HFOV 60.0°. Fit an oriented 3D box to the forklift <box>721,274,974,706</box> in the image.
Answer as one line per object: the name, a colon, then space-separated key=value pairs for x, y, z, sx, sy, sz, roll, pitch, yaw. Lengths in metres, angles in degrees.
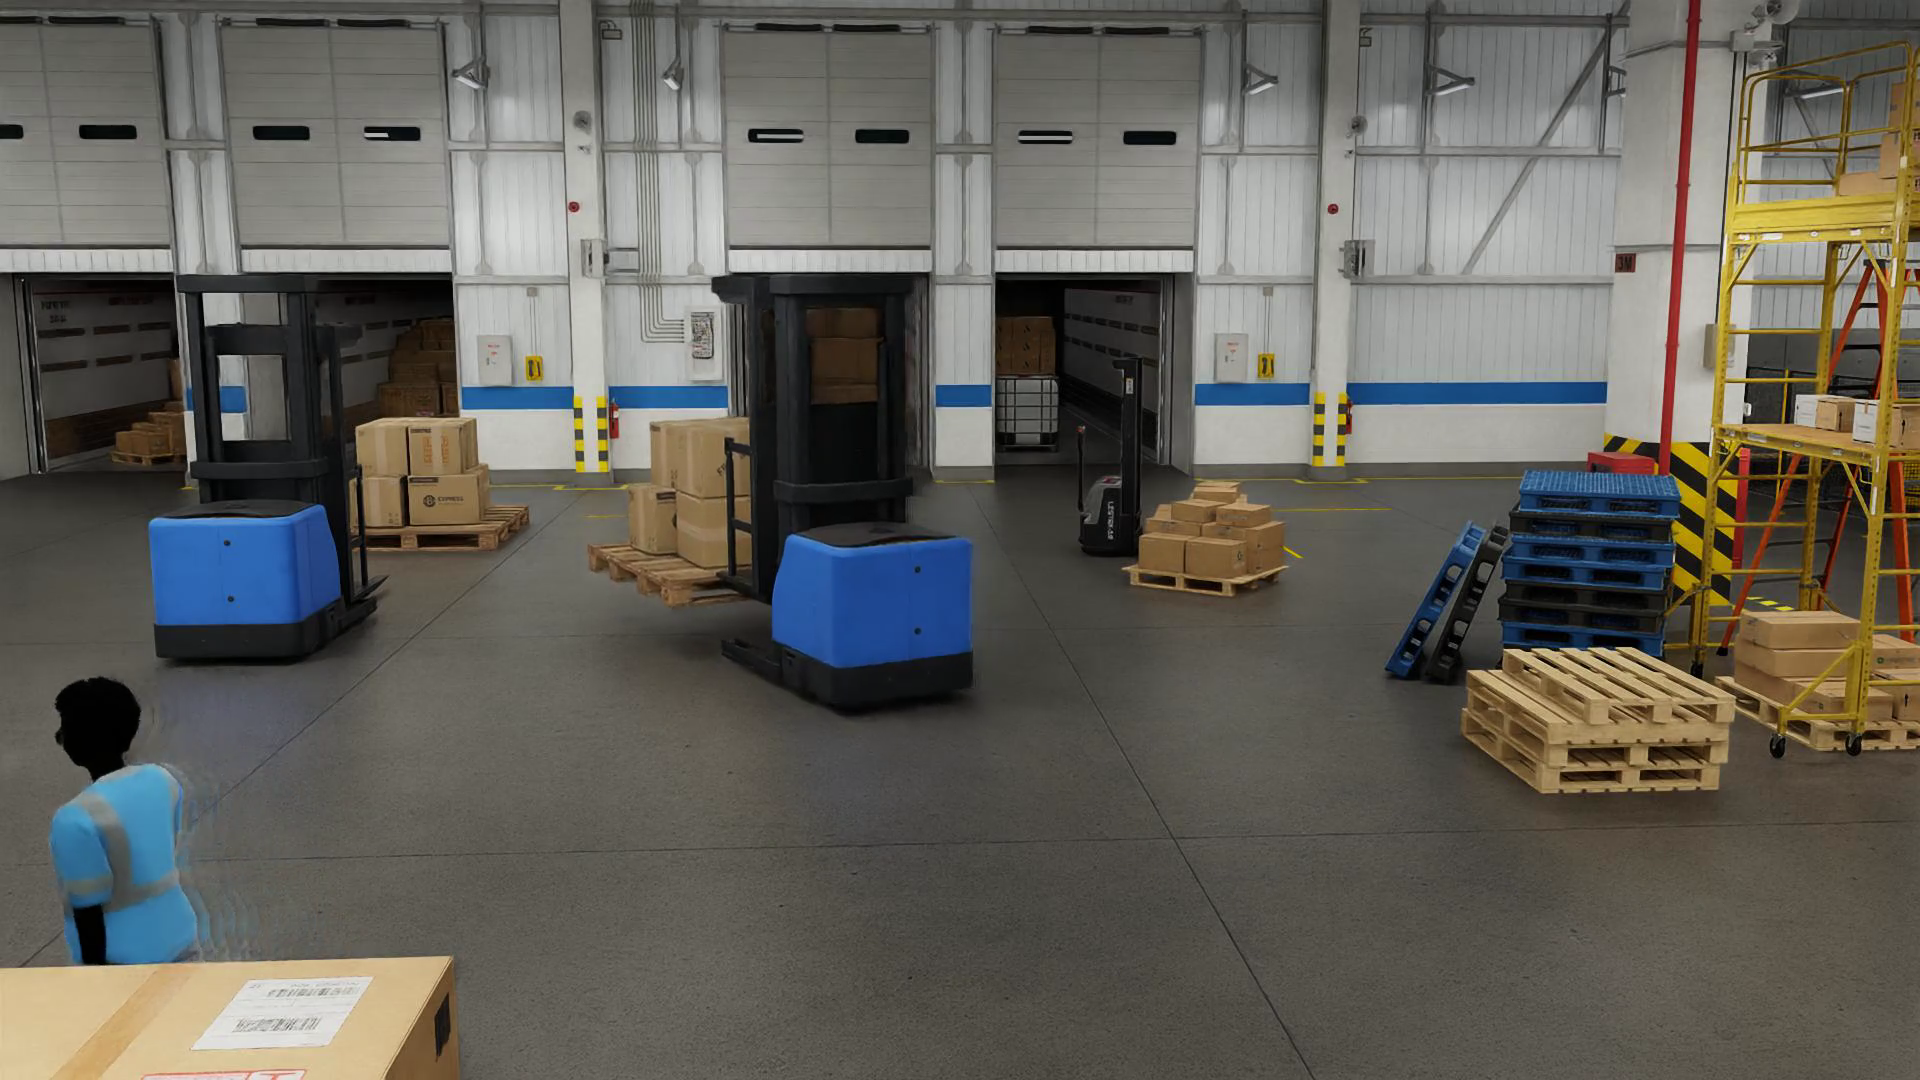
forklift: x=-0.795 y=-0.431 z=11.453 sx=1.129 sy=2.768 sz=1.873 roll=-5 pitch=10 yaw=-30

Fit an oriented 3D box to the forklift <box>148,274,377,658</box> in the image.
forklift: x=-5.344 y=-0.626 z=12.679 sx=1.129 sy=2.768 sz=1.873 roll=-1 pitch=9 yaw=-4

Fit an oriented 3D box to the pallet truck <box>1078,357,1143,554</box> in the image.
pallet truck: x=2.088 y=-0.836 z=16.757 sx=1.885 sy=1.965 sz=0.823 roll=2 pitch=9 yaw=13

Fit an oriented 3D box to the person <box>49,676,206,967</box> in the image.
person: x=-2.501 y=1.214 z=4.970 sx=0.889 sy=1.644 sz=0.547 roll=1 pitch=9 yaw=8
